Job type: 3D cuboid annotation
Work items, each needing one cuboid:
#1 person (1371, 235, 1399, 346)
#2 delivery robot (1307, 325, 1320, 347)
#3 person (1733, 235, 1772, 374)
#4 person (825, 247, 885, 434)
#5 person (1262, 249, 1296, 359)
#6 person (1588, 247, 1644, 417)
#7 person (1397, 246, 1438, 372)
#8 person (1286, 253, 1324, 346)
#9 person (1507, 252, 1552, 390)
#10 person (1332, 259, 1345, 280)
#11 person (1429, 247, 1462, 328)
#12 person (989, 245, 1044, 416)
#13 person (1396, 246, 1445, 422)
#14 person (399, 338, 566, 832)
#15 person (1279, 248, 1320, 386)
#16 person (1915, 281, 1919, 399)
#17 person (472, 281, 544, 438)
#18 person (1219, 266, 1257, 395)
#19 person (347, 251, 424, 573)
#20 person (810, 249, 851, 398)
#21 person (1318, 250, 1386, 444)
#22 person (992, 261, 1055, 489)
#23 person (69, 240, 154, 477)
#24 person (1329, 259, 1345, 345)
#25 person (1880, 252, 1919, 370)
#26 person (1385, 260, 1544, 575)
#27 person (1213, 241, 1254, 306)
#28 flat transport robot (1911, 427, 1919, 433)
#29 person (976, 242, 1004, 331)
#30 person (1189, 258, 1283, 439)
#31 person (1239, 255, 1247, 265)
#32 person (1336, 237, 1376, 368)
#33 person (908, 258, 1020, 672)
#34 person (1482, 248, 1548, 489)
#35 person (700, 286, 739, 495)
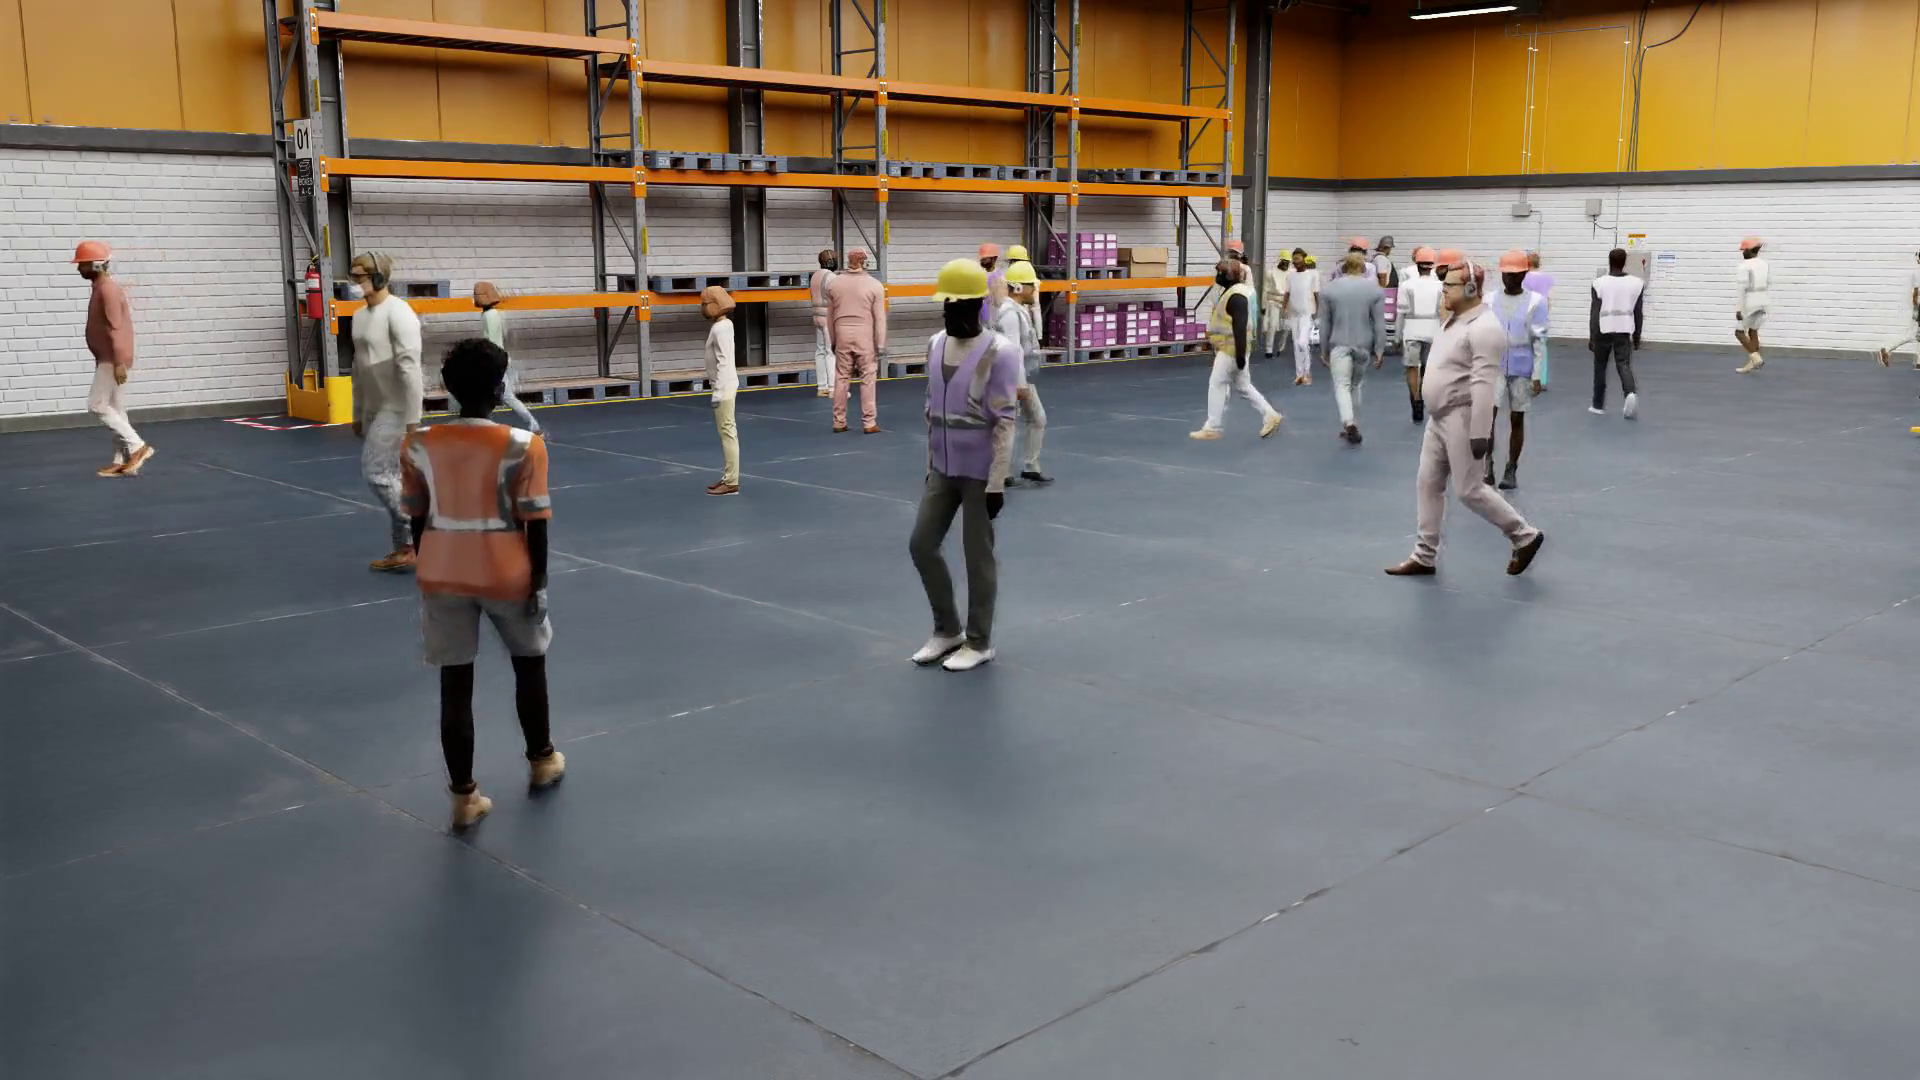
[{"bbox_3d":[7.697,-4.518,30.183,0.536,2.000,0.713,2,11,9],"label":"person"},{"bbox_3d":[5.964,-3.503,28.433,0.477,0.478,0.707,6,13,32],"label":"delivery robot"},{"bbox_3d":[11.502,-3.403,24.158,0.656,2.019,0.547,-4,11,-23],"label":"person"},{"bbox_3d":[-1.056,-2.033,17.025,0.656,1.901,0.405,3,11,18],"label":"person"},{"bbox_3d":[5.257,-3.870,27.298,0.608,1.801,0.554,-1,10,-6],"label":"person"},{"bbox_3d":[7.362,-2.323,18.640,0.599,1.893,0.861,0,10,2],"label":"person"},{"bbox_3d":[6.769,-3.401,24.570,0.604,1.869,0.522,2,11,12],"label":"person"},{"bbox_3d":[5.336,-3.522,25.545,0.557,1.733,0.747,6,12,28],"label":"person"},{"bbox_3d":[7.487,-2.885,21.934,0.590,1.793,0.986,-3,11,-16],"label":"person"},{"bbox_3d":[7.277,-4.536,31.497,0.523,1.581,0.856,-1,10,-7],"label":"person"},{"bbox_3d":[4.661,-1.815,15.806,0.640,1.905,0.588,1,10,5],"label":"person"},{"bbox_3d":[0.692,-2.343,18.690,0.613,1.897,0.833,7,12,33],"label":"person"},{"bbox_3d":[4.995,-2.213,17.970,0.549,1.917,0.789,1,10,8],"label":"person"},{"bbox_3d":[-1.658,0.131,5.848,0.538,1.670,0.739,0,10,-1],"label":"person"},{"bbox_3d":[4.574,-2.994,22.408,0.525,1.844,0.521,9,14,42],"label":"person"},{"bbox_3d":[11.922,-2.603,20.116,0.624,1.920,0.835,4,11,22],"label":"person"},{"bbox_3d":[-4.446,-1.681,15.944,0.869,1.592,0.509,-4,11,-22],"label":"person"},{"bbox_3d":[3.506,-2.638,21.025,0.511,1.640,0.308,5,12,26],"label":"person"},{"bbox_3d":[-3.442,-0.744,9.907,0.444,1.924,0.660,-10,14,-42],"label":"person"},{"bbox_3d":[-1.623,-2.699,20.809,0.429,1.844,0.627,-7,12,-32],"label":"person"},{"bbox_3d":[3.801,-1.855,16.102,0.639,1.893,0.923,1,10,4],"label":"person"},{"bbox_3d":[0.534,-1.290,13.191,0.640,1.812,0.626,2,11,9],"label":"person"},{"bbox_3d":[-7.117,-1.495,13.863,0.440,1.976,0.656,-7,12,-33],"label":"person"},{"bbox_3d":[7.064,-4.334,30.456,0.563,1.576,0.866,-6,12,-28],"label":"person"},{"bbox_3d":[14.374,-3.481,25.048,0.520,1.847,0.712,-9,14,-41],"label":"person"},{"bbox_3d":[3.006,-0.697,9.790,0.822,1.883,0.650,-1,10,-4],"label":"person"},{"bbox_3d":[4.298,-3.708,26.059,0.639,1.940,1.049,8,13,39],"label":"person"},{"bbox_3d":[10.336,-1.124,16.500,1.431,0.197,0.652,0,10,-2],"label":"flat transport robot"},{"bbox_3d":[0.361,-2.792,21.073,0.399,1.926,0.567,-7,13,-35],"label":"person"},{"bbox_3d":[2.777,-1.887,16.505,0.879,1.812,0.626,1,10,6],"label":"person"},{"bbox_3d":[4.738,-3.957,28.052,0.317,1.698,0.540,7,12,33],"label":"person"},{"bbox_3d":[5.889,-3.518,24.881,0.634,1.988,1.047,5,12,26],"label":"person"},{"bbox_3d":[-0.011,-0.328,7.659,0.501,1.912,0.623,-10,14,-43],"label":"person"},{"bbox_3d":[4.335,-1.332,13.140,0.547,1.912,0.656,5,12,27],"label":"person"},{"bbox_3d":[-1.871,-1.165,13.009,0.279,1.633,0.499,-1,10,-4],"label":"person"}]
